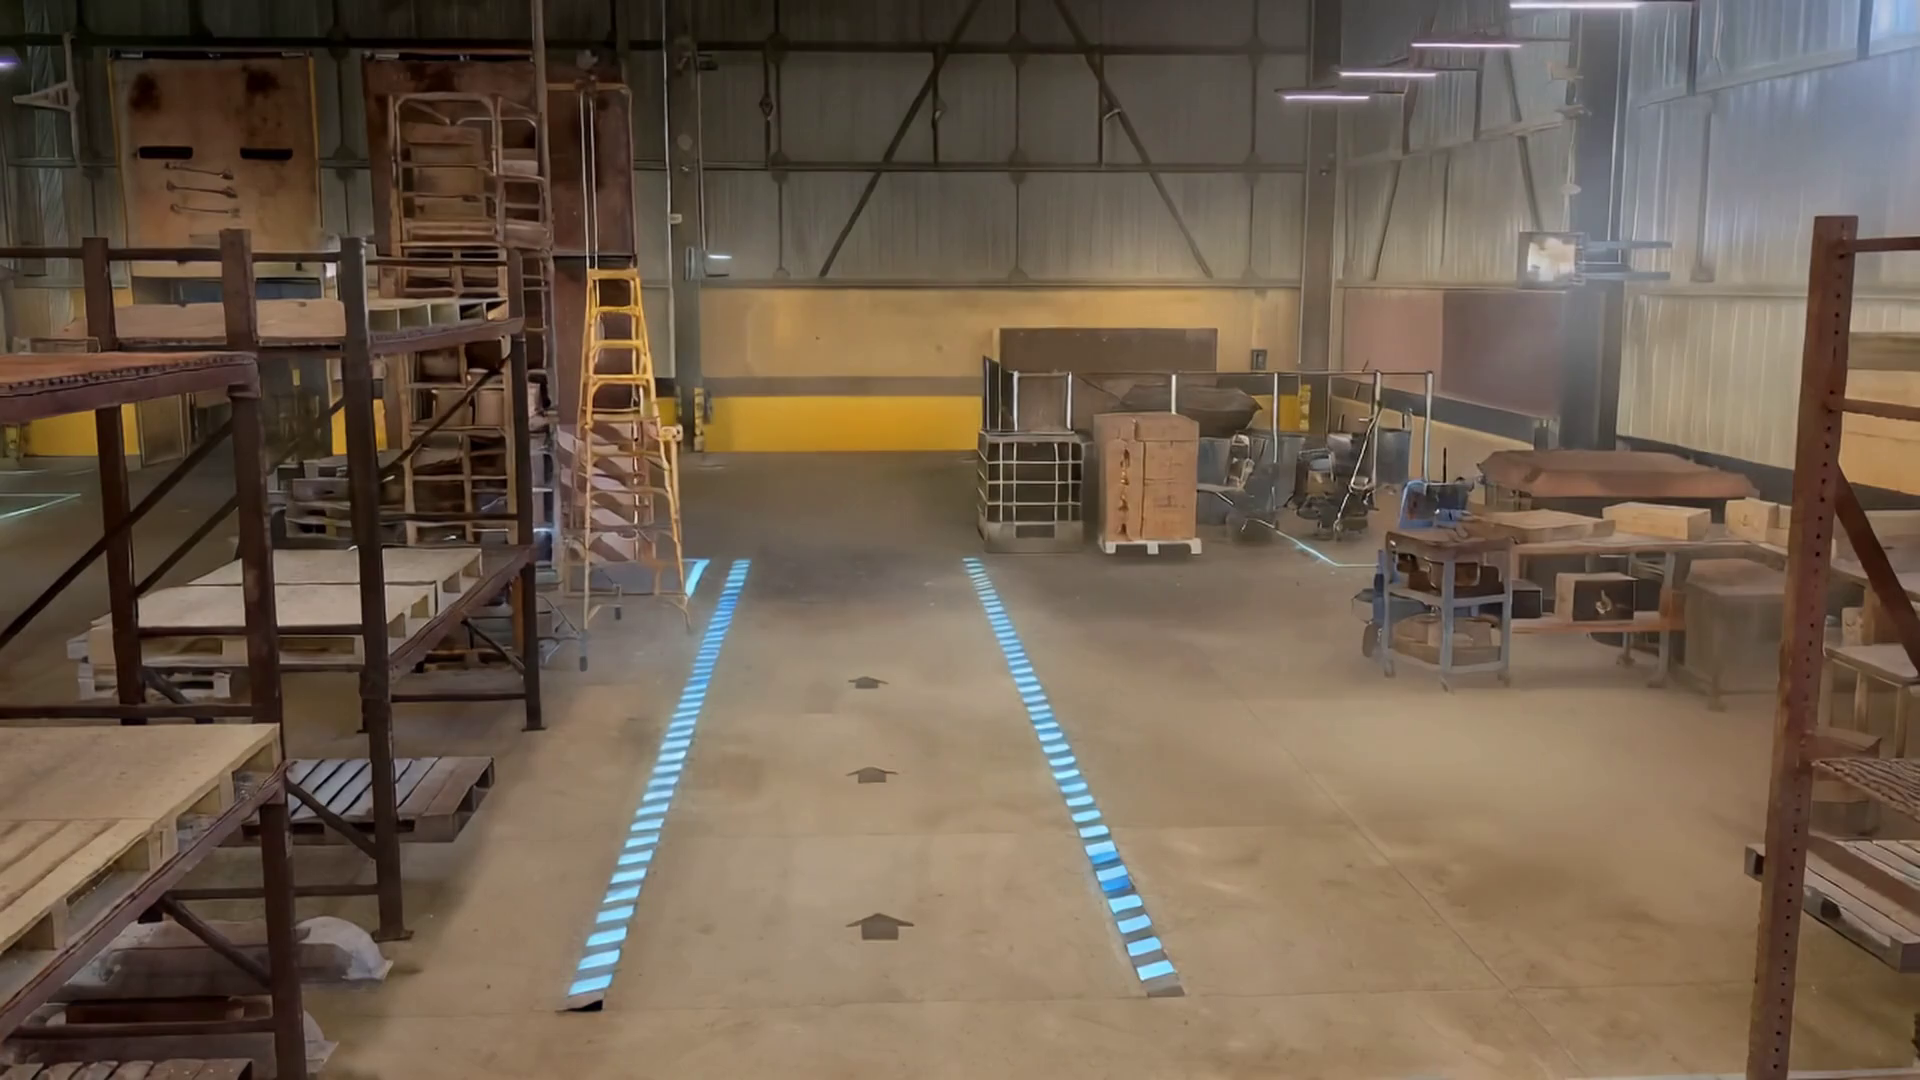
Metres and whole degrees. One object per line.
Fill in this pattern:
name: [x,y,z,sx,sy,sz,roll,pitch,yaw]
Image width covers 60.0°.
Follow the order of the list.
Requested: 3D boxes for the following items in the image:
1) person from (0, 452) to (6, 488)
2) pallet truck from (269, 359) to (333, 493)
person: [-13.181,-1.651,22.482,0.386,1.929,0.544,-8,12,-43]
pallet truck: [-7.062,-1.131,18.996,1.885,1.965,0.823,2,9,13]
